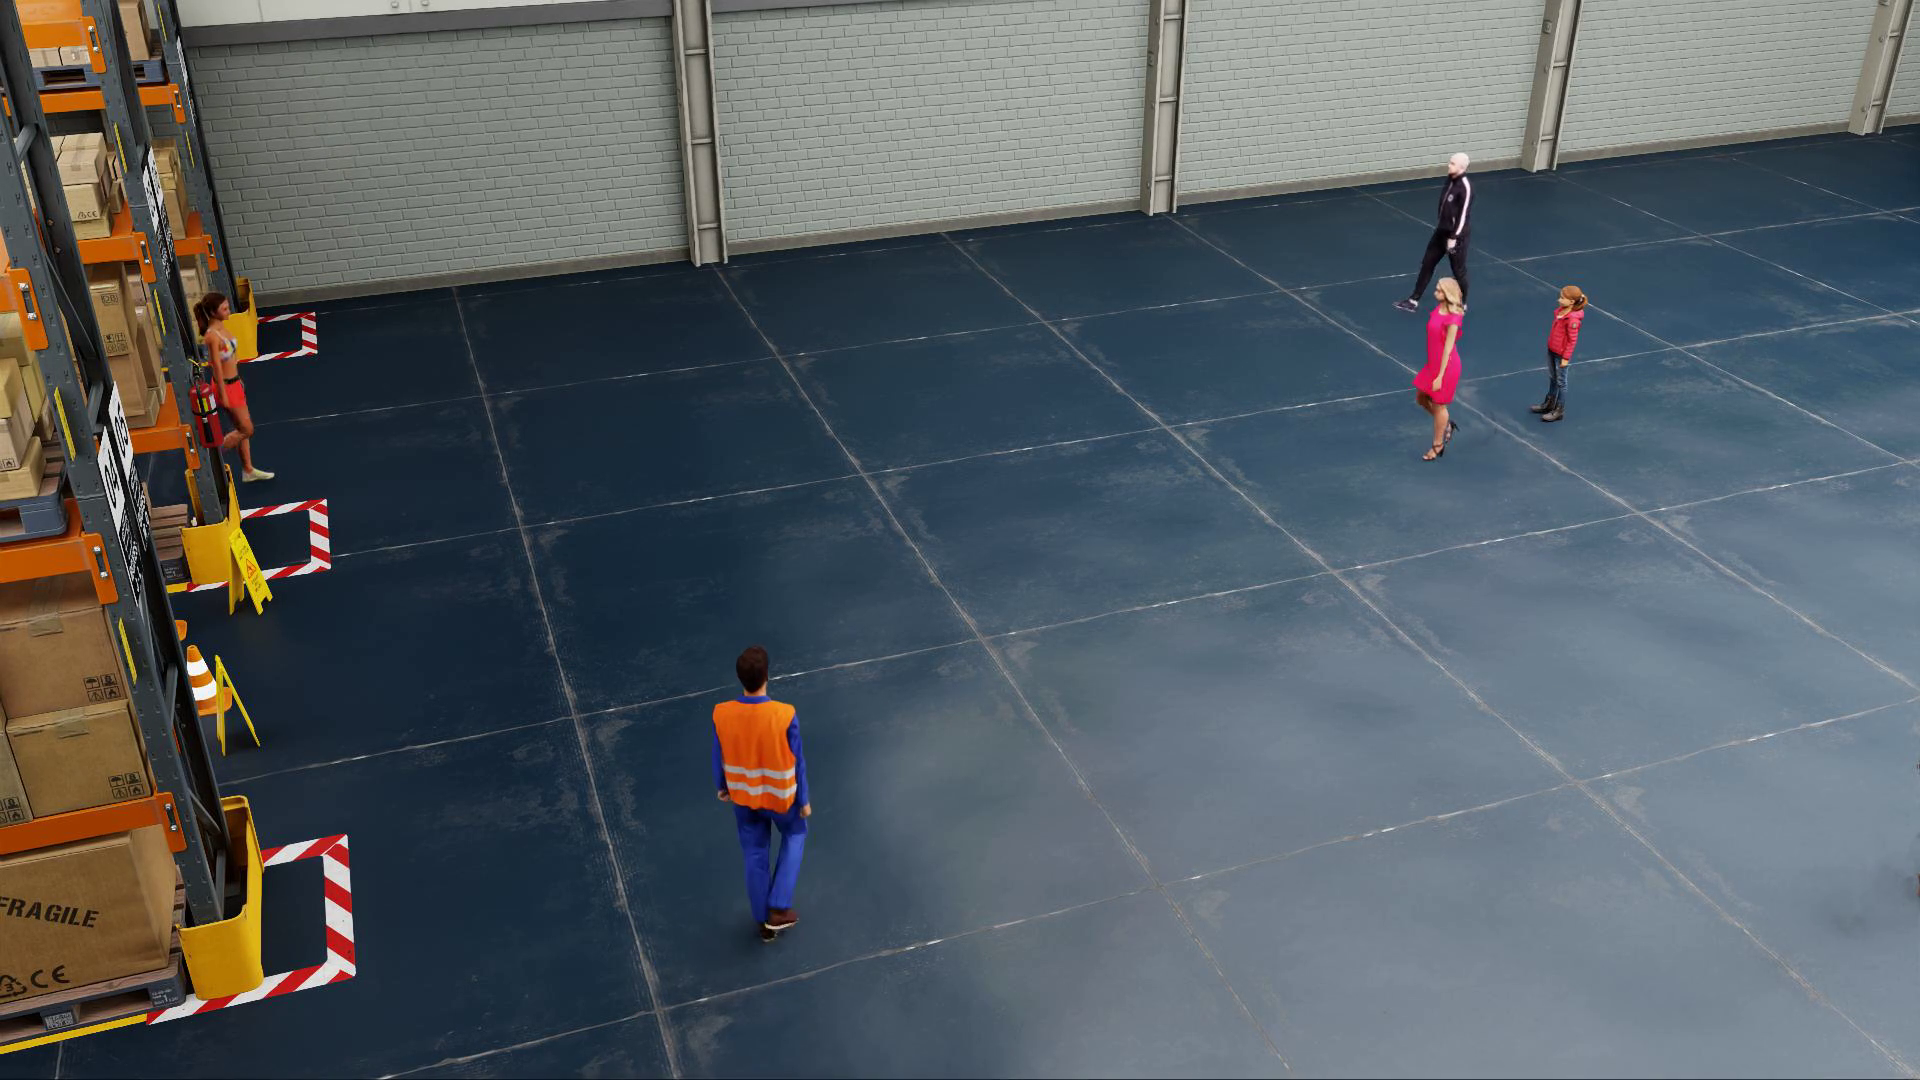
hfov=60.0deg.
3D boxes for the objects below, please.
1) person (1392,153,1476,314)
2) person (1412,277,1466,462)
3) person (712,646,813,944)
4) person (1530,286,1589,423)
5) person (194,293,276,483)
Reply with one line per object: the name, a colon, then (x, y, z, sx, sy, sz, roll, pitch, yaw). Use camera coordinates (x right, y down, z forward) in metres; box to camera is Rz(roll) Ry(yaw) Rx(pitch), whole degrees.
person: (5.419, -3.271, 17.984, 1.078, 1.802, 0.808, -5, 29, -10)
person: (4.377, -1.527, 14.804, 0.741, 1.714, 0.628, -7, 29, -13)
person: (-1.085, 1.451, 9.061, 0.793, 1.856, 0.900, 4, 28, 8)
person: (5.679, -1.775, 15.691, 0.554, 1.317, 0.555, -3, 28, -6)
person: (-6.361, -1.263, 14.247, 0.790, 1.770, 0.593, -10, 30, -18)
